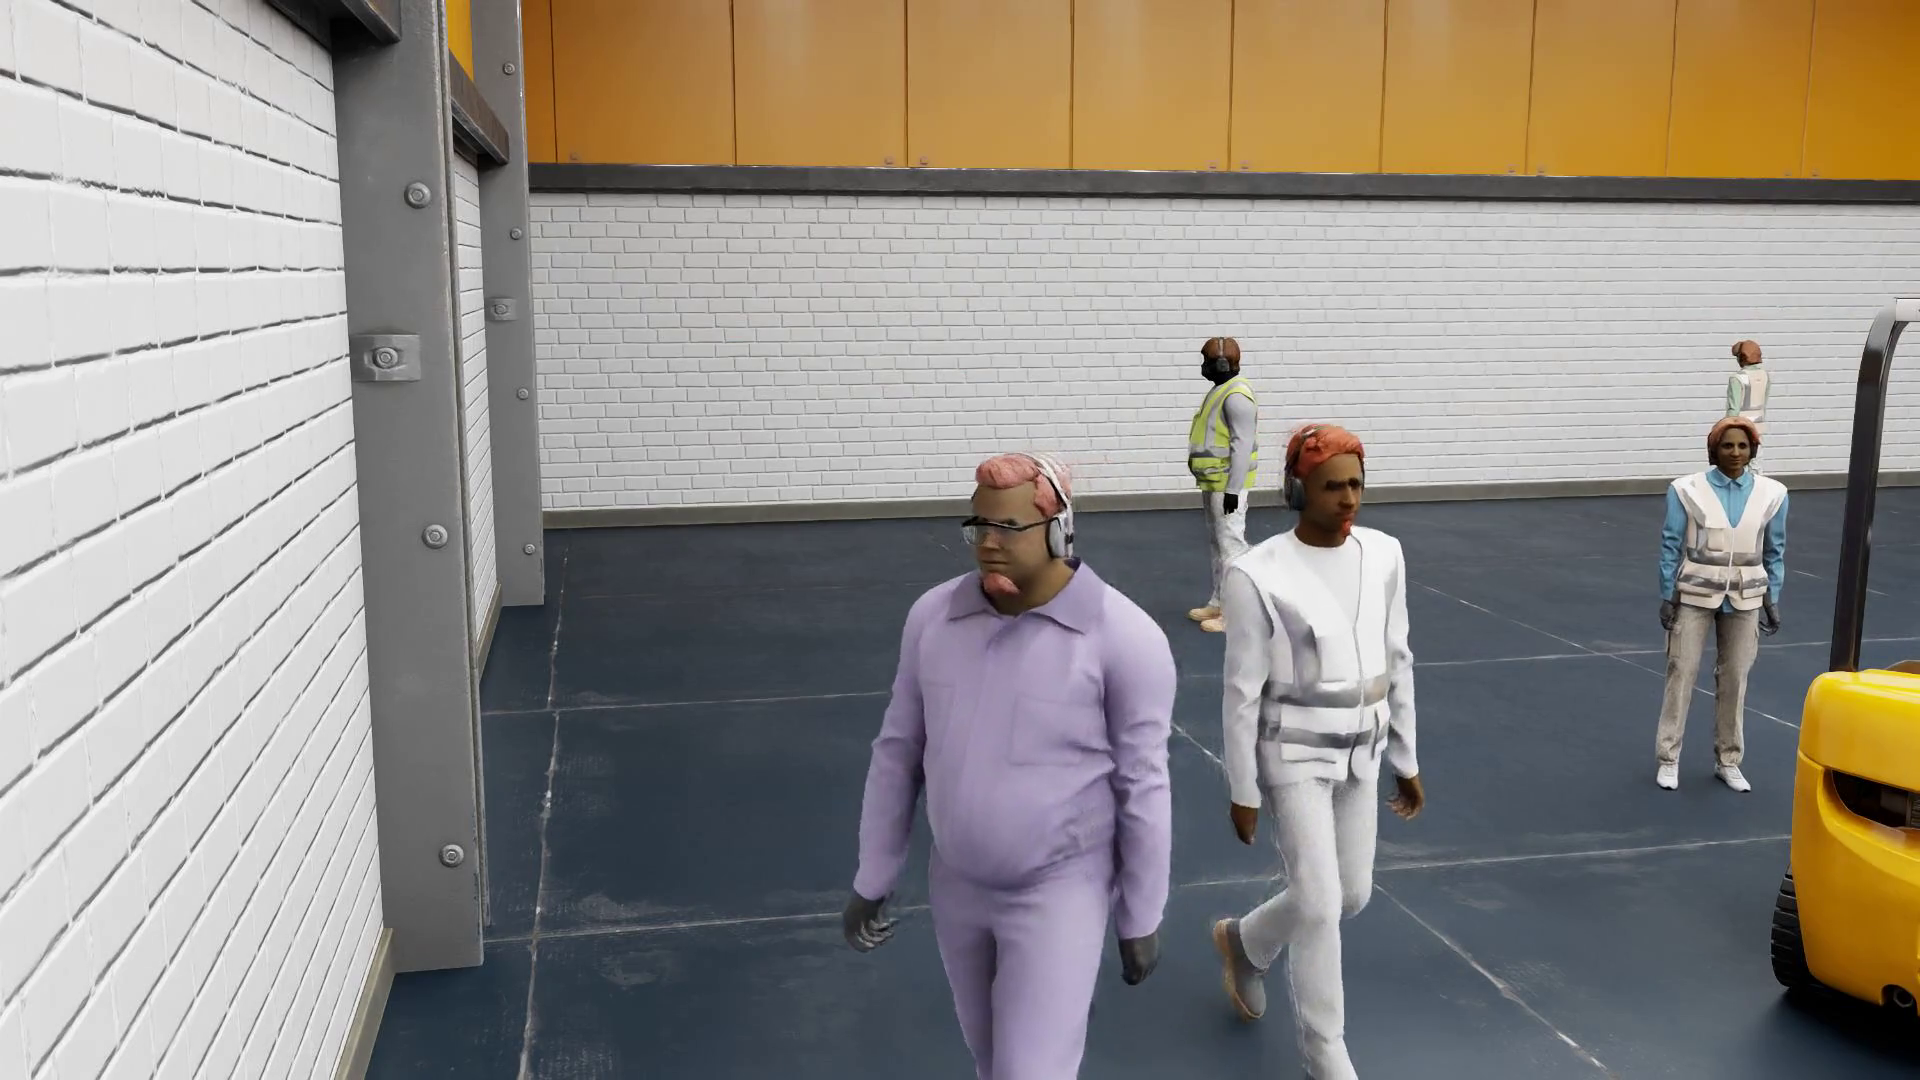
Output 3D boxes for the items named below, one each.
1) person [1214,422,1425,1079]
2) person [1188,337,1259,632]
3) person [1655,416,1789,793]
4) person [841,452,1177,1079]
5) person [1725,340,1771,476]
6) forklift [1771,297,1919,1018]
[{"bbox_3d":[0.944,0.598,4.560,0.579,1.866,0.802,-5,11,-30],"label":"person"},{"bbox_3d":[1.638,-0.349,10.420,0.429,1.840,0.632,0,9,-3],"label":"person"},{"bbox_3d":[3.288,0.277,7.204,0.515,1.641,0.315,1,9,9],"label":"person"},{"bbox_3d":[0.044,0.766,3.489,0.656,1.886,0.721,7,12,36],"label":"person"},{"bbox_3d":[6.856,-0.925,14.537,0.514,1.640,0.310,-6,11,-31],"label":"person"},{"bbox_3d":[3.542,0.334,5.177,2.313,2.155,1.214,-9,13,-43],"label":"forklift"}]
